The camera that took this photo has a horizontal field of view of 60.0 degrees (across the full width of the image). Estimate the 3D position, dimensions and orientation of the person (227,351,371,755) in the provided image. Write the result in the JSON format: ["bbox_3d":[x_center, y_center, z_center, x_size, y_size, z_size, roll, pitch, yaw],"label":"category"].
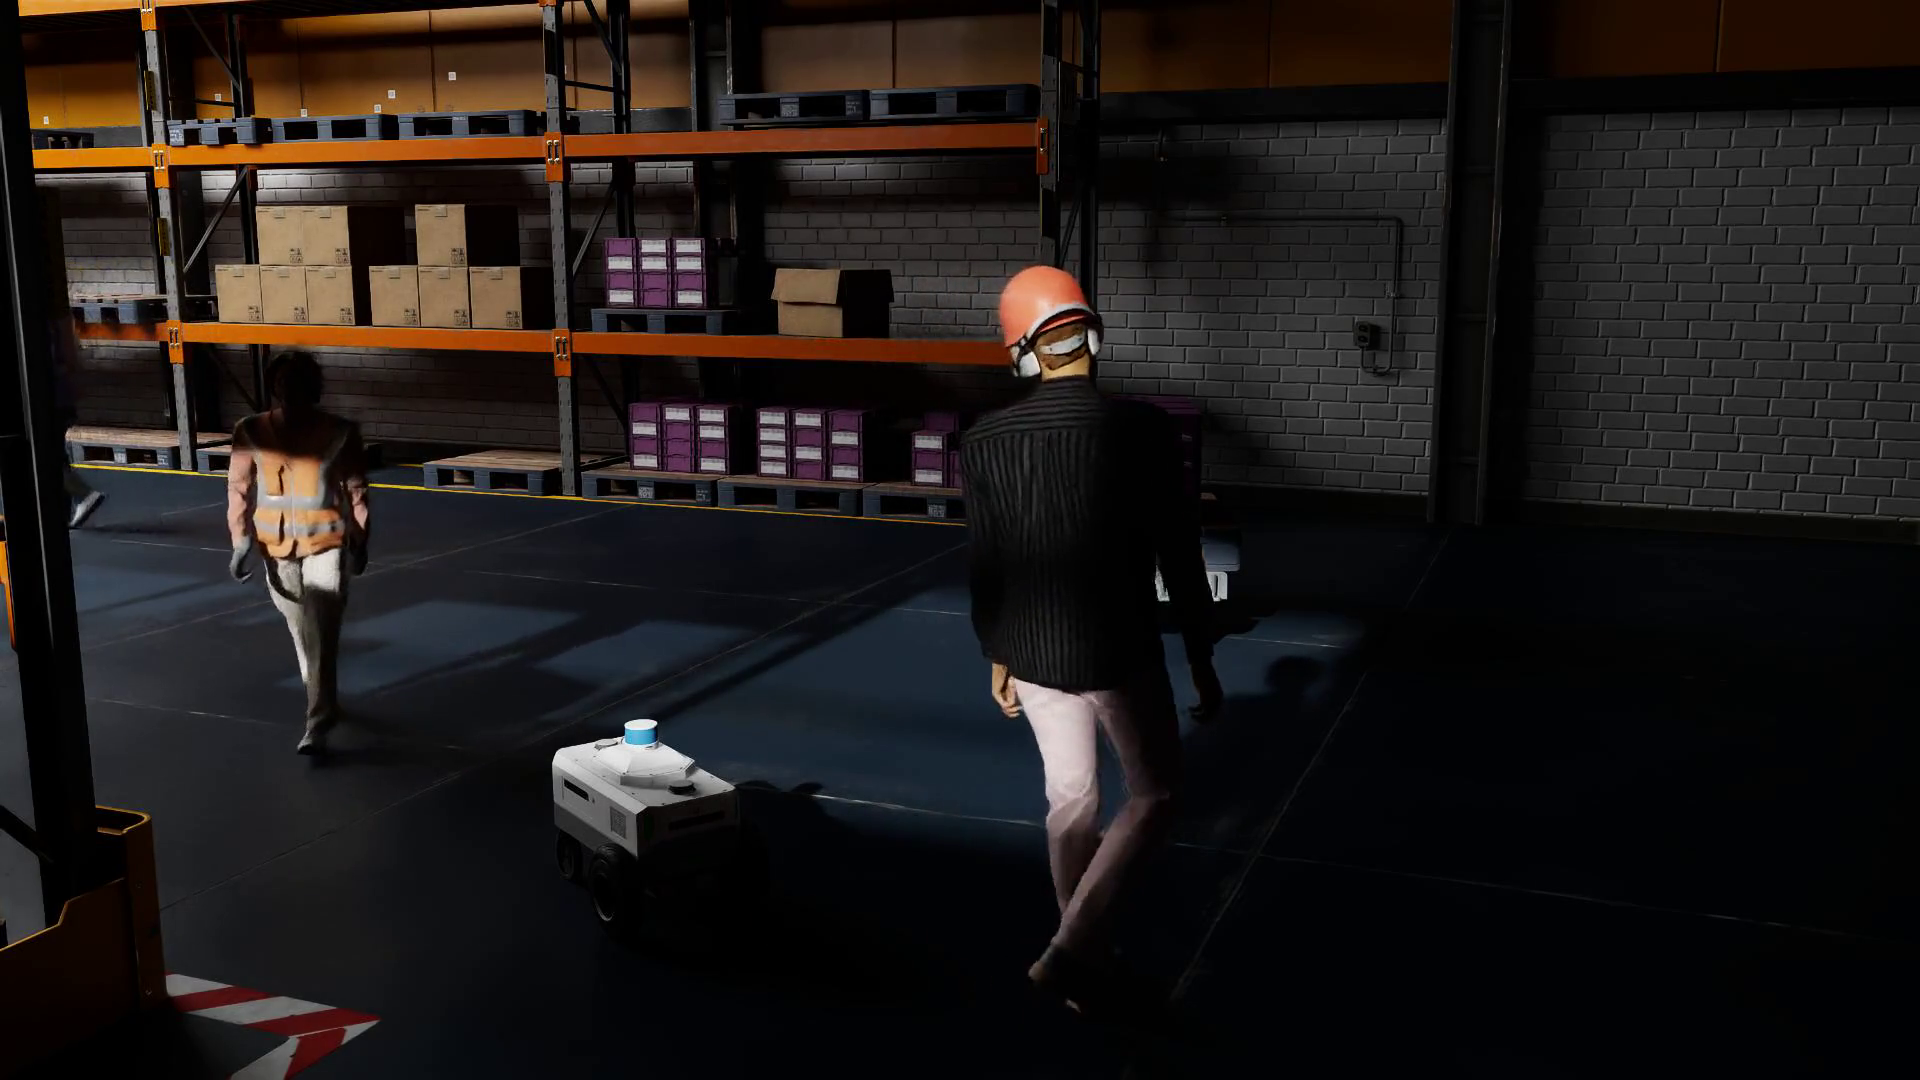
[{"bbox_3d":[-2.660,0.033,6.723,0.509,1.591,0.878,-1,10,-8],"label":"person"}]

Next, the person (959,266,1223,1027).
[{"bbox_3d":[0.310,0.298,4.236,0.683,1.962,0.555,5,12,28],"label":"person"}]

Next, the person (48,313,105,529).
[{"bbox_3d":[-6.309,-0.998,11.582,0.493,1.908,0.601,0,10,2],"label":"person"}]

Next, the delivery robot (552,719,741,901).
[{"bbox_3d":[-0.973,0.795,5.109,0.477,0.478,0.707,-7,13,-36],"label":"delivery robot"}]
